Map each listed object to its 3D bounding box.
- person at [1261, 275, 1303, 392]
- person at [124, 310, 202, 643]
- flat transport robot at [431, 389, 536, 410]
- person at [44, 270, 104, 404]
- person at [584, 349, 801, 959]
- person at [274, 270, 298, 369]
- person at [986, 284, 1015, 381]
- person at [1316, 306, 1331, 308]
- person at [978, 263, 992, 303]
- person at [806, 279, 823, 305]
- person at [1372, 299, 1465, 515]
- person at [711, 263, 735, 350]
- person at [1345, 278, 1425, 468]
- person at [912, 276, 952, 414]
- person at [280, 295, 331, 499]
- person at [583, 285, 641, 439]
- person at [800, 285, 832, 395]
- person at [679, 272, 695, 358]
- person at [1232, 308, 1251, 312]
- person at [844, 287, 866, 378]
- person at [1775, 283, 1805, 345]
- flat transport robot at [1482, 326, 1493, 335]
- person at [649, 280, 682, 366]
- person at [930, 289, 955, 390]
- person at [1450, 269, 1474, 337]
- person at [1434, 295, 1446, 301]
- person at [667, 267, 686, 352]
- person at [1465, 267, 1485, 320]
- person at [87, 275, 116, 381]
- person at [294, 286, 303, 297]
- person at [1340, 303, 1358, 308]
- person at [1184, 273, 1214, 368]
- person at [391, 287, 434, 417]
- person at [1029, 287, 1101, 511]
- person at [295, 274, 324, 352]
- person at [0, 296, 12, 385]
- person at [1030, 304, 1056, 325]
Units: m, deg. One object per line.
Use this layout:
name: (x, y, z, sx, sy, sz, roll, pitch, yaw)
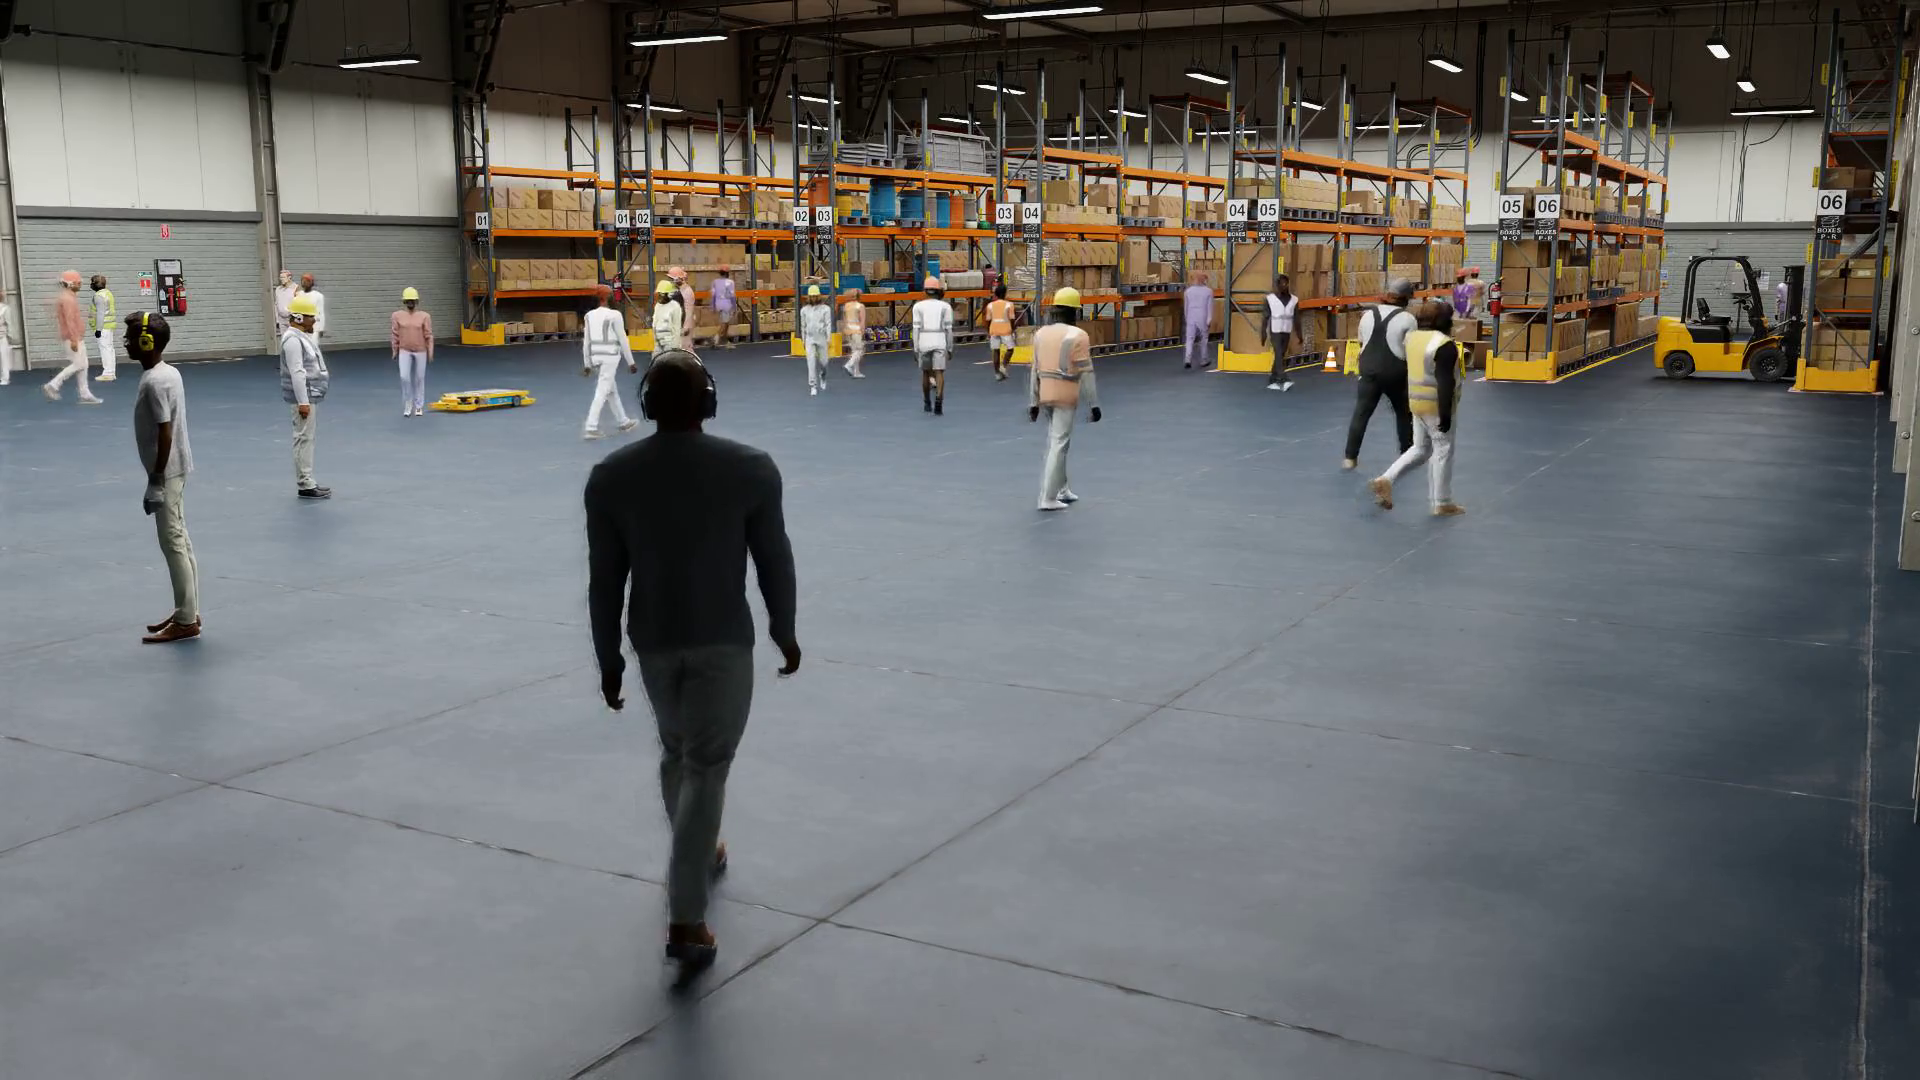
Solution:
person: (5.218, -3.331, 26.870, 0.613, 1.859, 1.042, -3, 10, -19)
person: (-4.522, -0.354, 9.411, 0.326, 1.874, 0.518, -3, 10, -17)
flat transport robot: (-6.827, -2.023, 23.855, 0.652, 0.197, 1.431, 5, 11, 28)
person: (-13.003, -2.955, 24.307, 0.661, 1.979, 0.633, -4, 10, -21)
person: (-0.869, 0.339, 5.328, 0.645, 1.895, 1.028, 1, 10, 9)
person: (-12.932, -4.239, 32.052, 0.646, 1.907, 0.401, 3, 10, 18)
person: (0.721, -3.613, 29.004, 0.551, 1.685, 0.366, 4, 11, 23)
person: (9.882, -6.572, 45.460, 0.613, 1.991, 0.391, 1, 10, 8)
person: (0.920, -7.536, 51.233, 0.642, 1.940, 0.758, 5, 11, 27)
person: (-3.546, -5.562, 40.611, 0.522, 1.620, 0.411, 4, 11, 23)
person: (3.891, -1.098, 13.919, 0.722, 1.824, 0.633, -2, 10, -14)
person: (-5.511, -5.391, 38.504, 0.615, 2.018, 0.858, 5, 11, 28)
person: (4.391, -1.760, 17.146, 0.715, 2.000, 0.922, 9, 13, 43)
person: (-0.379, -2.697, 23.039, 0.554, 1.912, 0.863, -1, 10, -4)
person: (-5.888, -1.283, 14.976, 0.404, 1.828, 0.587, -3, 10, -18)
person: (-4.220, -2.143, 20.022, 0.582, 1.830, 1.000, 7, 12, 37)
person: (-2.263, -3.161, 26.246, 0.497, 1.727, 0.575, 0, 10, -1)
person: (-4.928, -3.821, 29.606, 0.403, 1.906, 0.651, -3, 10, -19)
person: (6.499, -5.271, 38.408, 0.985, 1.791, 0.535, -9, 13, -44)
person: (-1.890, -3.680, 29.616, 0.489, 1.624, 0.517, -9, 13, -44)
person: (18.413, -5.078, 36.934, 0.581, 1.918, 0.391, 5, 11, 28)
flat transport robot: (14.536, -5.773, 45.810, 0.652, 0.197, 1.431, 2, 10, 12)
person: (-4.326, -2.917, 24.546, 0.414, 1.819, 0.625, -9, 13, -44)
person: (-0.356, -3.300, 27.313, 0.533, 1.648, 0.889, -1, 10, -3)
person: (11.534, -5.282, 38.251, 0.554, 1.885, 0.986, 9, 13, 43)
person: (13.274, -6.499, 46.188, 0.598, 1.603, 0.531, 2, 10, 10)
person: (-4.837, -3.655, 28.370, 0.396, 1.992, 0.623, -5, 11, -28)
person: (13.147, -6.025, 42.572, 0.569, 1.878, 1.008, 4, 11, 24)
person: (-15.053, -3.718, 29.181, 0.429, 1.847, 0.627, -2, 10, -13)
person: (-12.375, -3.980, 31.364, 0.290, 1.623, 0.507, 6, 11, 31)
person: (9.849, -5.932, 42.036, 0.554, 1.878, 1.036, 6, 11, 31)
person: (4.644, -4.281, 32.485, 0.646, 1.857, 1.035, 5, 11, 27)
person: (-7.414, -2.538, 22.531, 0.554, 1.740, 0.684, -3, 10, -16)
person: (0.939, -1.211, 14.325, 0.747, 1.899, 0.603, -8, 12, -39)
person: (-11.483, -3.769, 29.411, 0.598, 1.865, 0.461, 3, 10, 18)
person: (-16.263, -3.429, 28.132, 0.531, 1.626, 0.383, 0, 10, 1)
person: (1.887, -5.208, 37.677, 0.622, 1.932, 0.370, 0, 10, 0)
